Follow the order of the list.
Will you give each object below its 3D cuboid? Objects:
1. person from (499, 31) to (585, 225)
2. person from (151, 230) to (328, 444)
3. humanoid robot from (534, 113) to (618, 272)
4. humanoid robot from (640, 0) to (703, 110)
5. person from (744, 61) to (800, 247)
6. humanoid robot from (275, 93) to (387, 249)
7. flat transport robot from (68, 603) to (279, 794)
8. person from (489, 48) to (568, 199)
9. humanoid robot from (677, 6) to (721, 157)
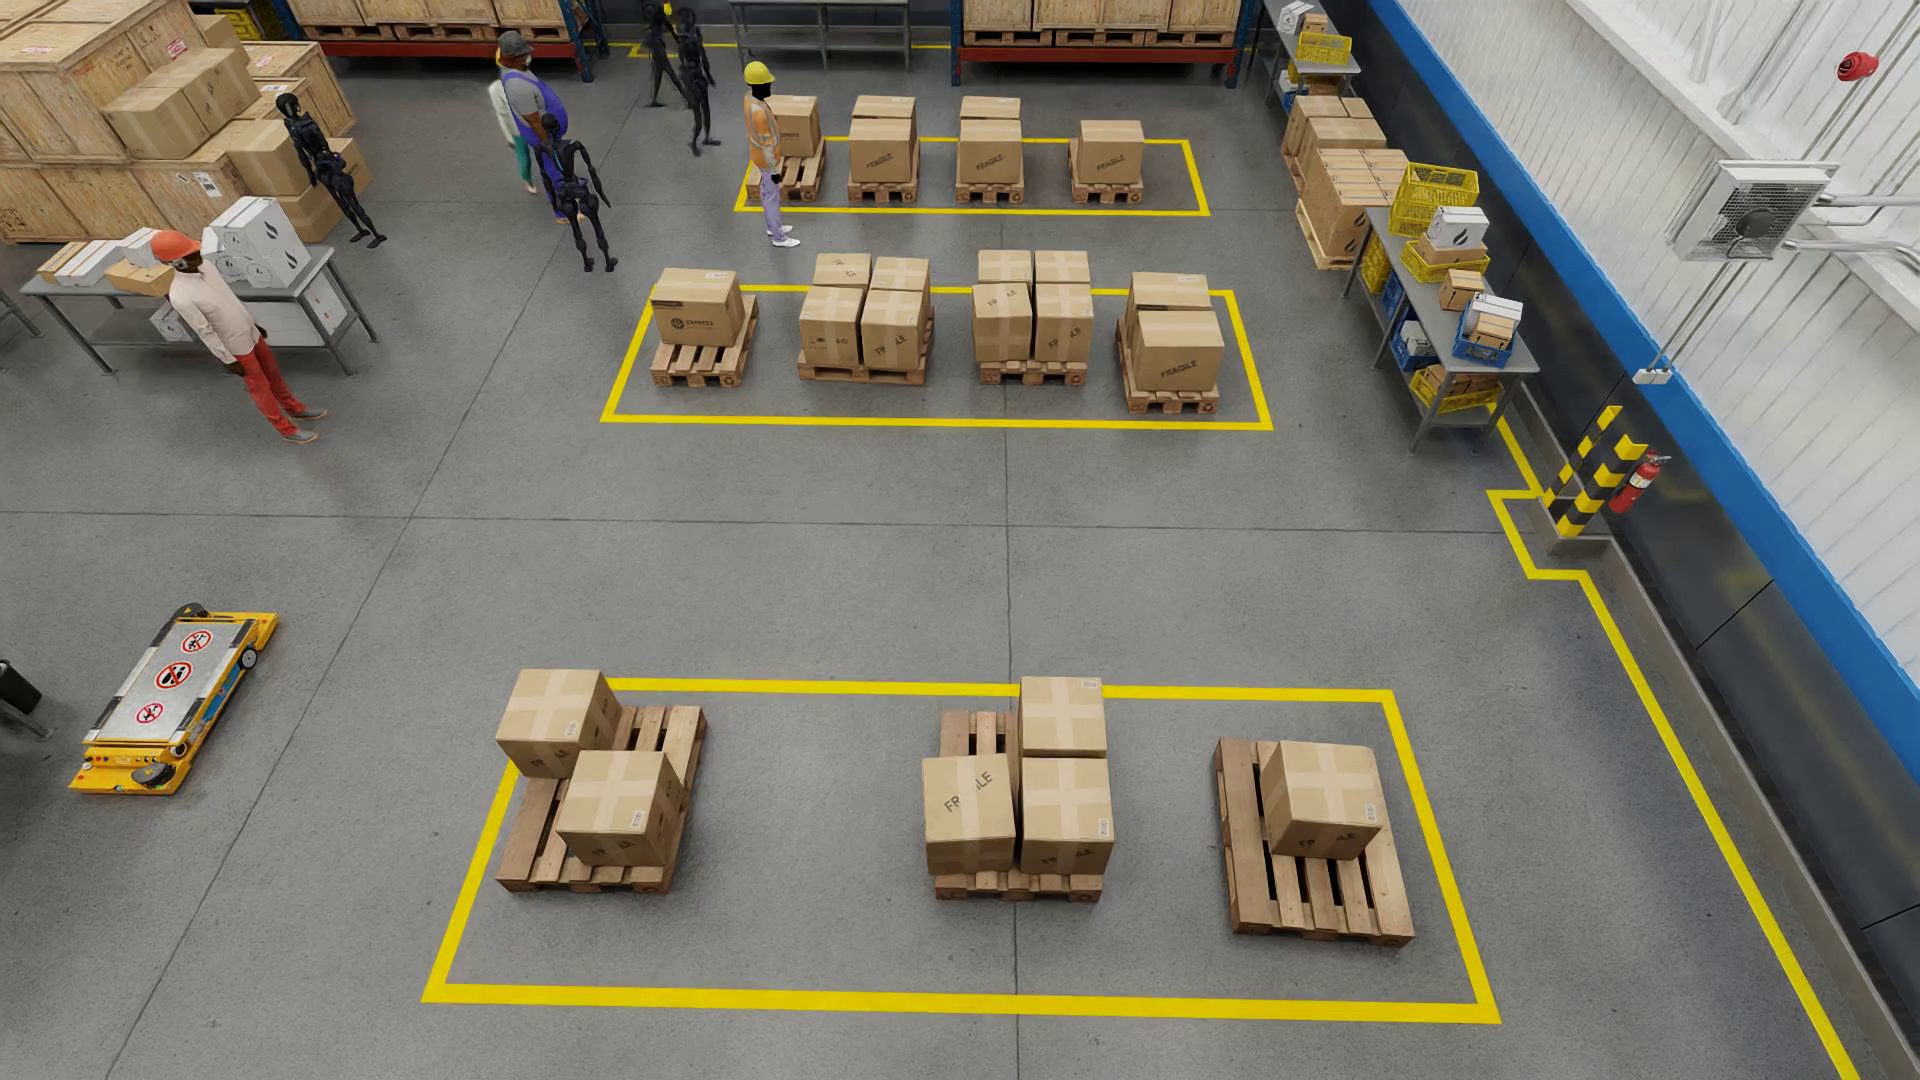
[{"bbox_3d":[-4.538,-4.499,10.014,0.536,2.000,0.684,-21,53,-17],"label":"person"},{"bbox_3d":[-6.006,-1.667,7.647,0.379,1.994,0.621,-8,50,-6],"label":"person"},{"bbox_3d":[-3.958,-3.561,9.459,0.579,1.658,0.328,-2,50,-2],"label":"humanoid robot"},{"bbox_3d":[-3.899,-6.453,11.937,0.767,1.629,0.596,-7,50,-6],"label":"humanoid robot"},{"bbox_3d":[-2.027,-4.059,9.715,0.368,1.928,0.584,-15,51,-12],"label":"person"},{"bbox_3d":[-6.722,-3.916,9.755,0.579,1.651,0.308,20,53,16],"label":"humanoid robot"},{"bbox_3d":[-5.504,1.072,6.442,0.652,0.197,1.431,1,50,1],"label":"flat transport robot"},{"bbox_3d":[-4.884,-4.634,10.318,0.536,1.740,0.753,-30,56,-23],"label":"person"},{"bbox_3d":[-3.262,-5.602,11.198,0.392,1.649,0.656,11,51,10],"label":"humanoid robot"}]
